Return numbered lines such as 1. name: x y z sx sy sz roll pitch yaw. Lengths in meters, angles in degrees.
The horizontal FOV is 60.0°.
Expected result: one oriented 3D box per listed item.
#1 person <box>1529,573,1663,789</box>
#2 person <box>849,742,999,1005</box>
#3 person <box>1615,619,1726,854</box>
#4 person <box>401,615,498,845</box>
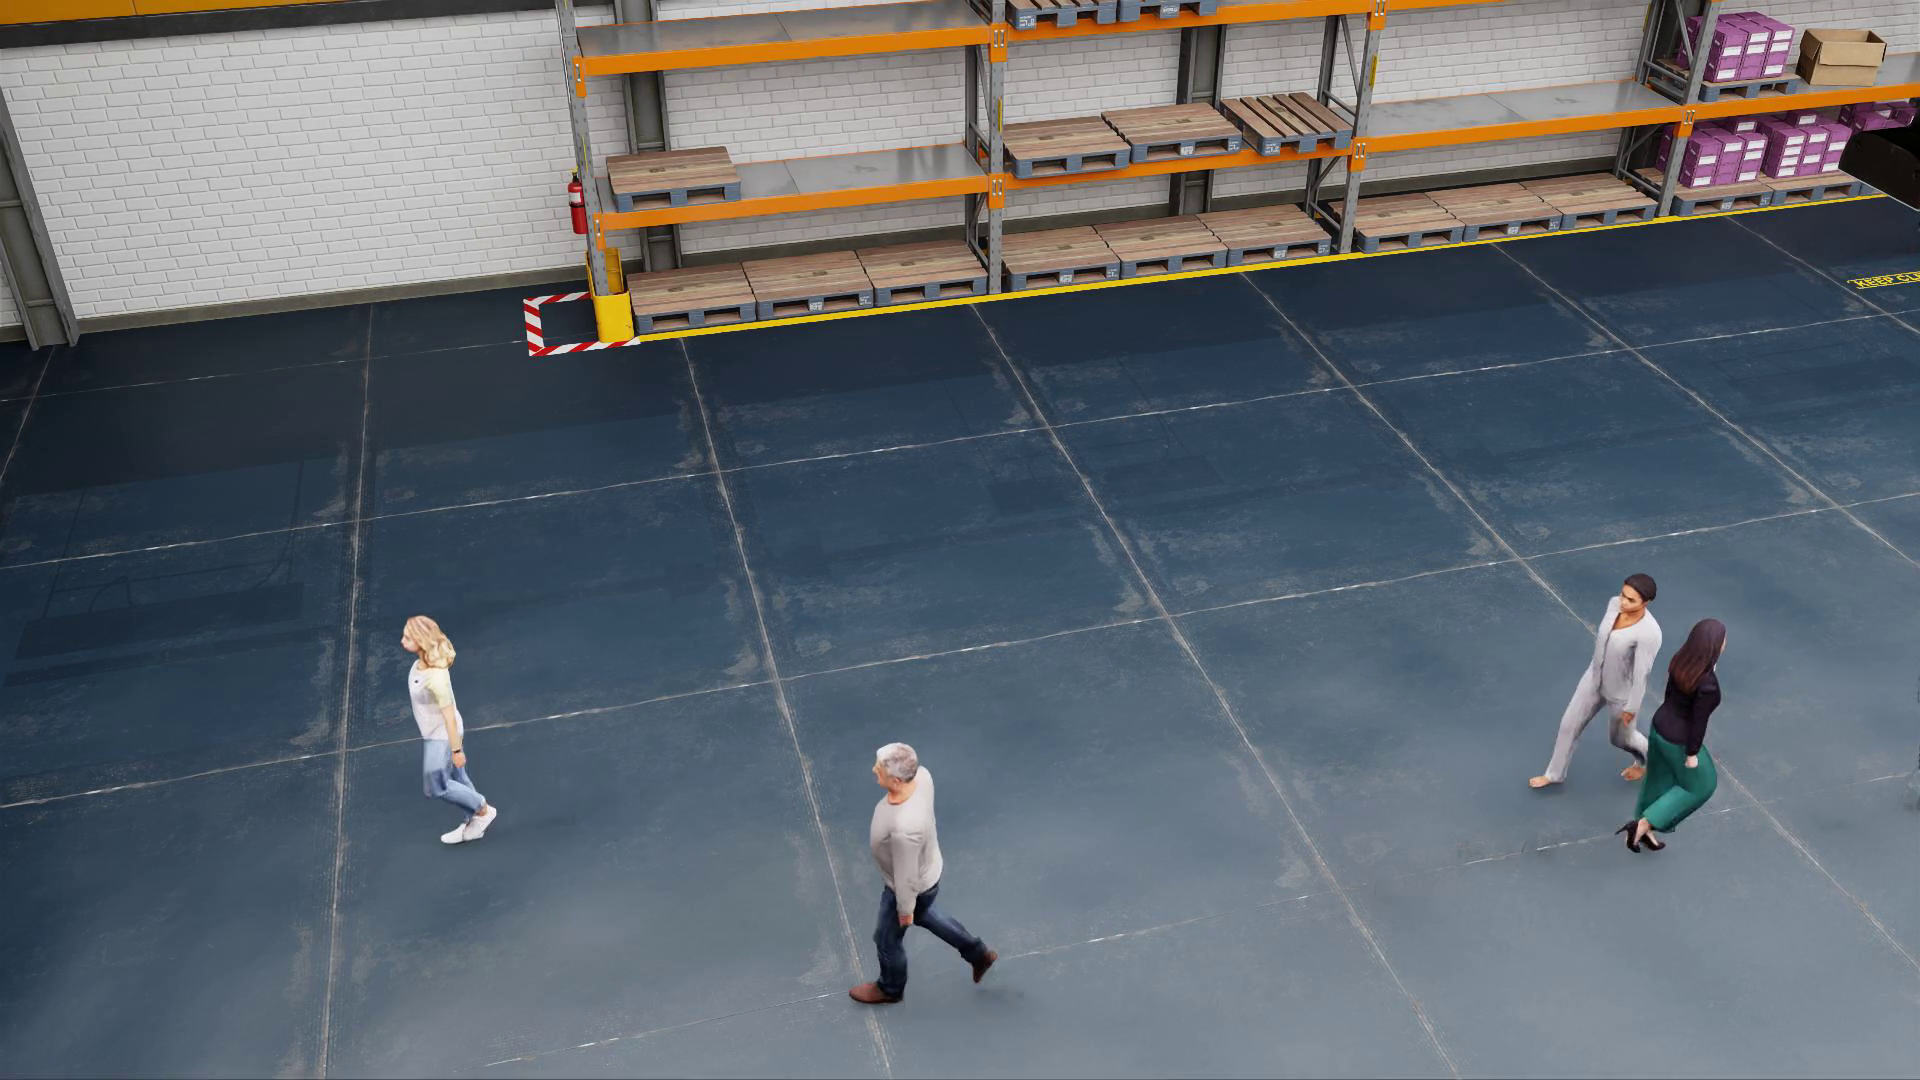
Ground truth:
1. person: 4.255 0.916 10.606 1.112 1.706 0.695 -11 35 -16
2. person: -0.197 1.837 9.057 1.198 1.887 1.001 4 34 6
3. person: 4.271 1.242 10.104 0.801 1.718 0.692 -2 34 -3
4. person: -3.079 1.173 10.212 0.674 1.714 0.686 -14 36 -19
